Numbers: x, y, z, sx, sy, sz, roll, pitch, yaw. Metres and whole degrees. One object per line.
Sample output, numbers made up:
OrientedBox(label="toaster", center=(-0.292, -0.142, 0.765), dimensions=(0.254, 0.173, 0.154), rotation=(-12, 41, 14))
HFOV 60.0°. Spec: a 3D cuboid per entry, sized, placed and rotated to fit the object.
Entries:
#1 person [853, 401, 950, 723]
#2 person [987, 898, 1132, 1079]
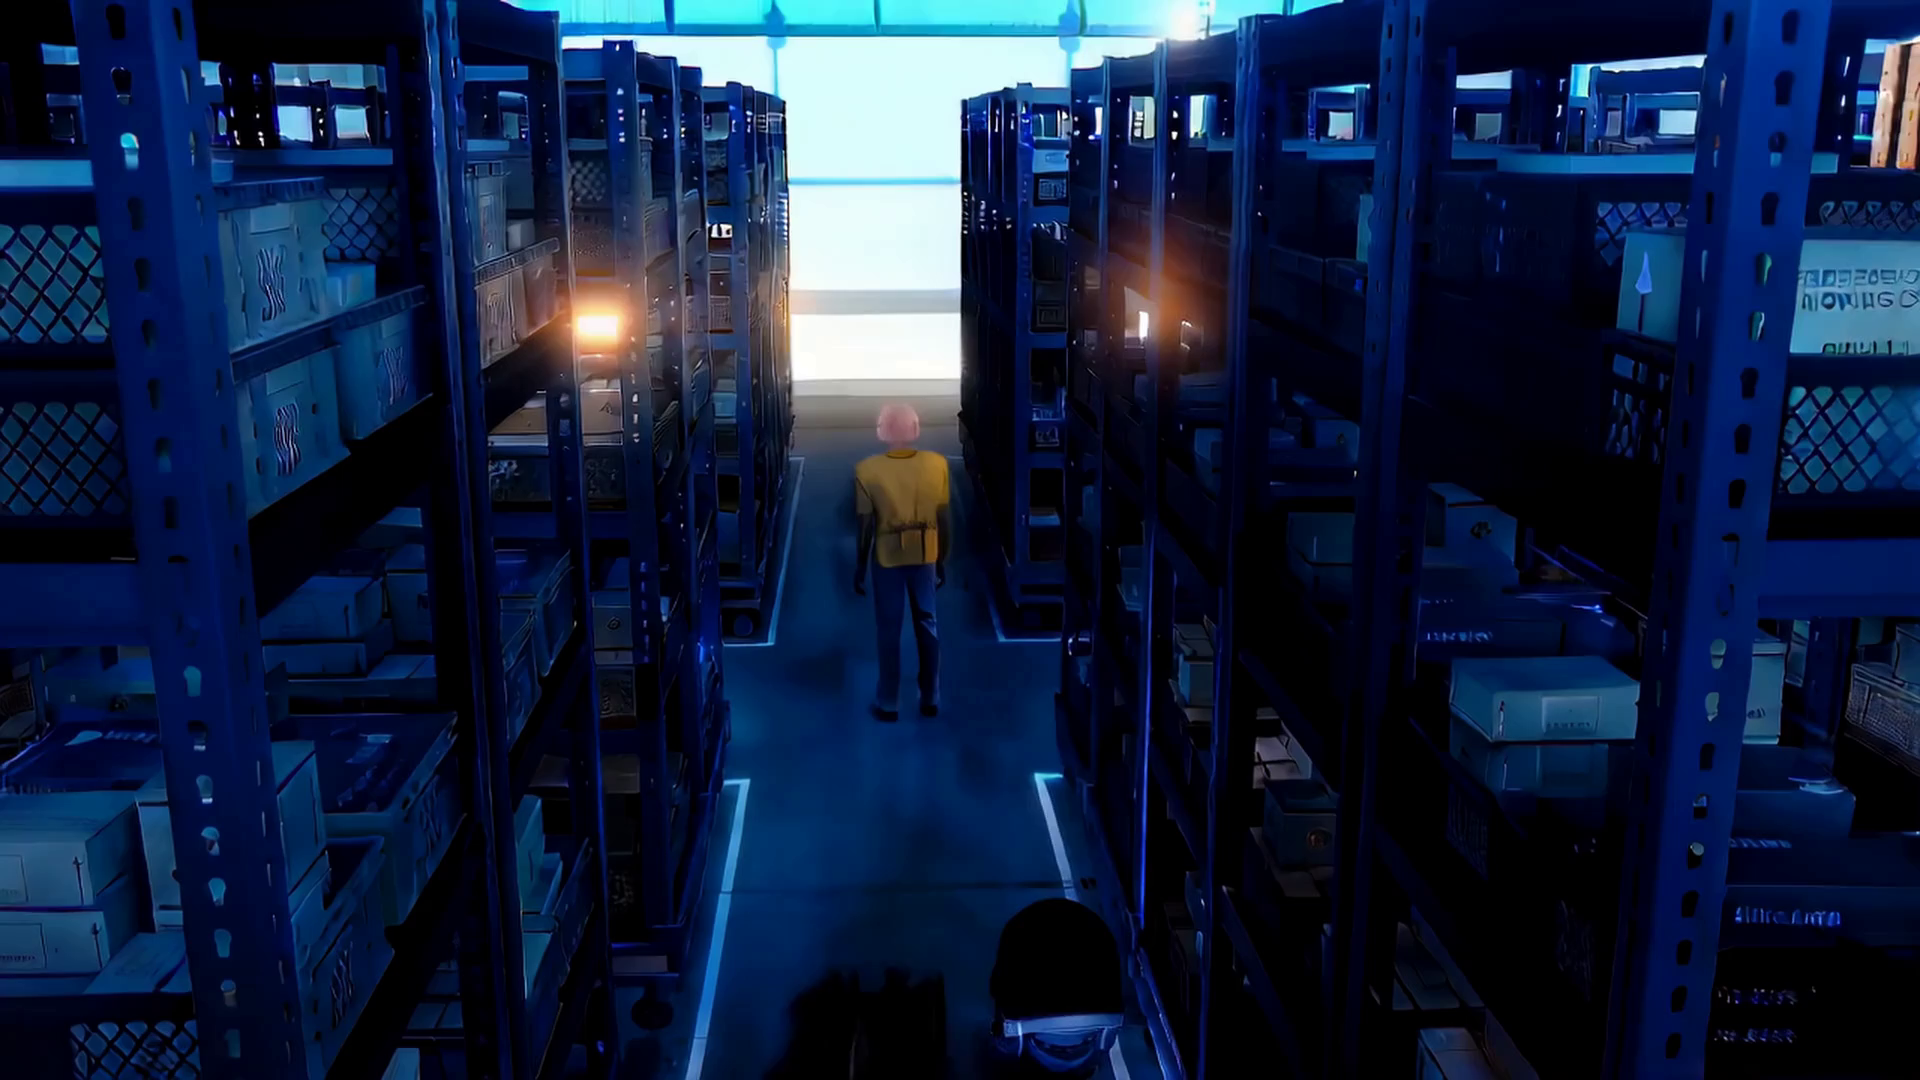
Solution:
OrientedBox(label="person", center=(-0.324, 0.136, 9.409), dimensions=(0.563, 1.837, 0.389), rotation=(-6, 15, -21))
OrientedBox(label="person", center=(0.180, 1.610, 3.123), dimensions=(0.608, 1.995, 0.377), rotation=(-4, 15, -17))
